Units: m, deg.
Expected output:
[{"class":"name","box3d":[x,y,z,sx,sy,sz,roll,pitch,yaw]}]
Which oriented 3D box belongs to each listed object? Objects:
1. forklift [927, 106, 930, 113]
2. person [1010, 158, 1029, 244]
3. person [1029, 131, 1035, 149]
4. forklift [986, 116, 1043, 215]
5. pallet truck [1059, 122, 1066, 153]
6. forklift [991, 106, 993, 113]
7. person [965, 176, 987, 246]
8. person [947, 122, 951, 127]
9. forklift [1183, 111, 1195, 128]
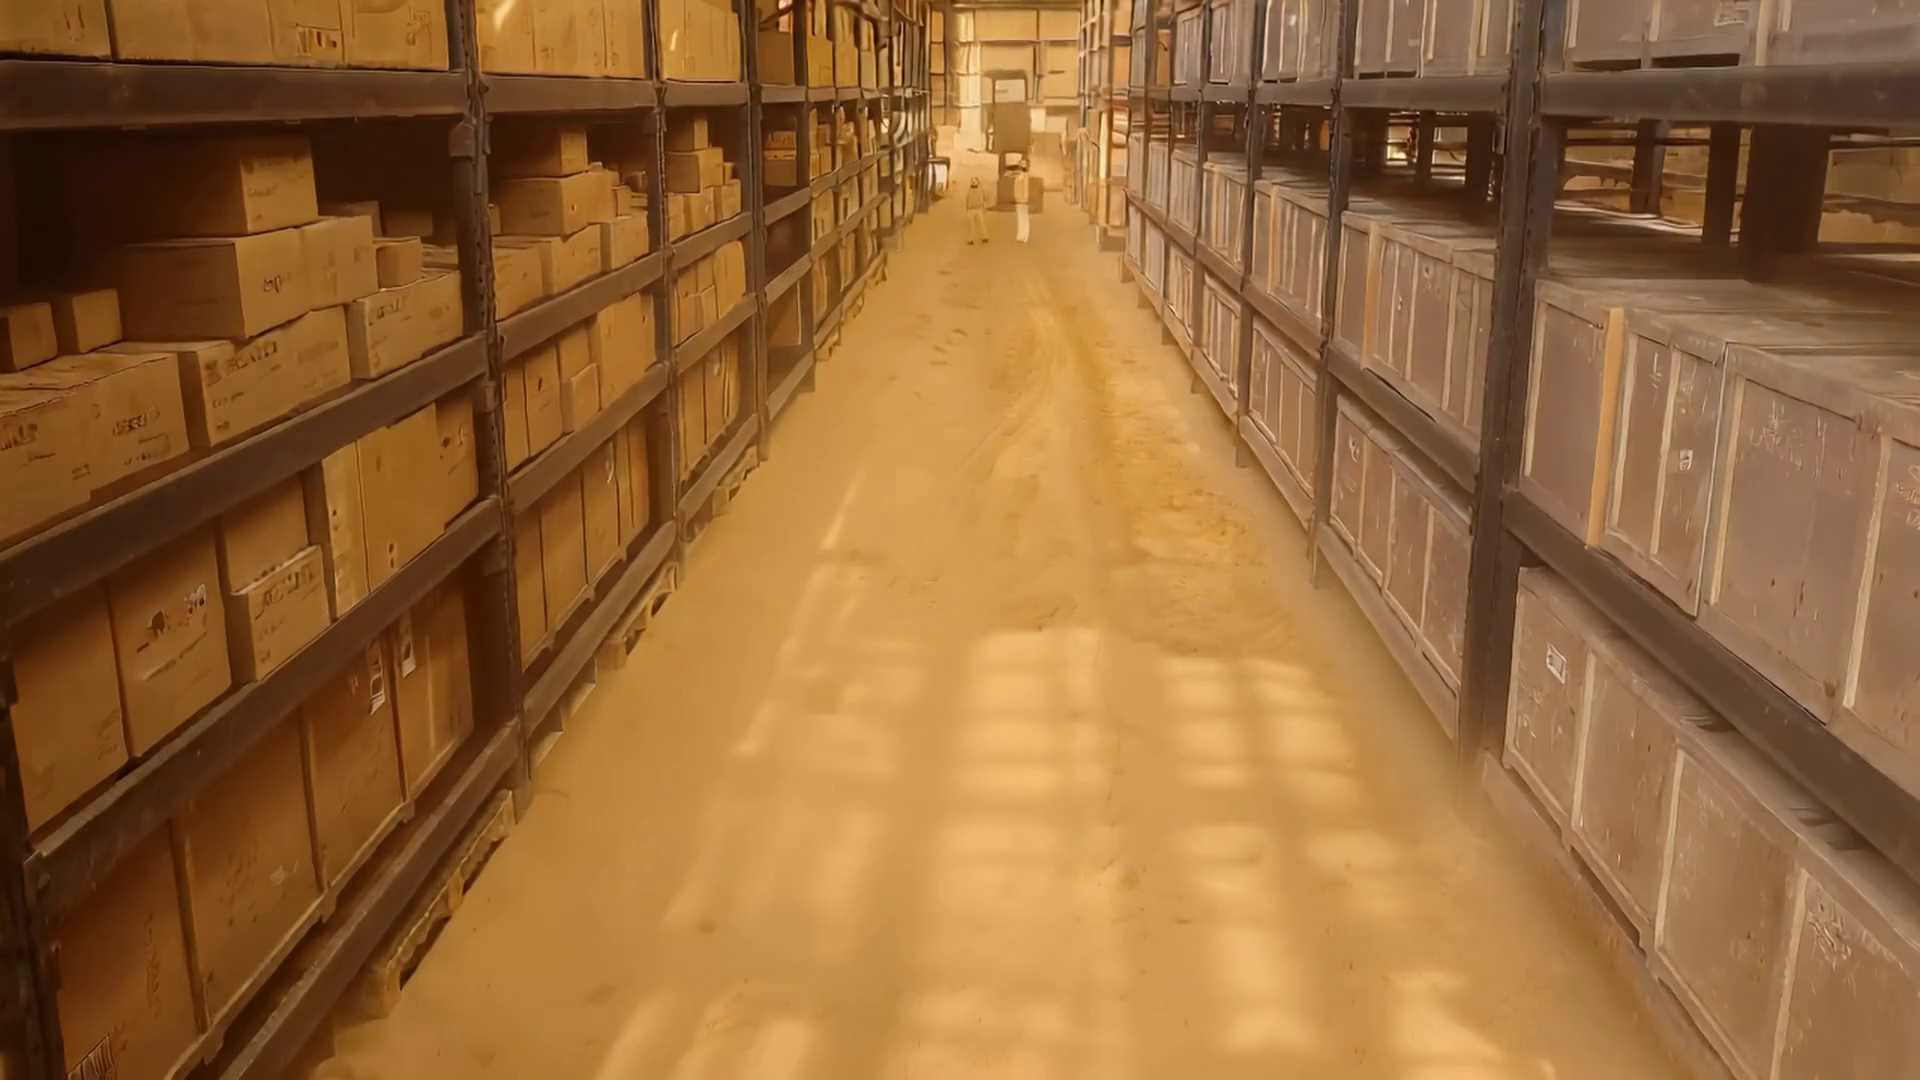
[{"class":"forklift","box3d":[-1.998,-20.666,84.684,1.129,2.768,1.873,0,15,2]},{"class":"person","box3d":[1.420,-7.965,39.119,0.387,1.988,0.608,-5,16,-18]},{"class":"person","box3d":[3.614,-19.674,83.347,0.307,1.641,0.511,5,16,17]},{"class":"forklift","box3d":[1.596,-10.978,48.635,1.129,2.768,1.873,-6,16,-23]},{"class":"pallet truck","box3d":[5.788,-21.111,88.014,1.885,1.965,0.823,5,16,18]},{"class":"forklift","box3d":[2.031,-20.416,83.754,1.129,2.768,1.873,-5,16,-17]},{"class":"person","box3d":[0.403,-7.663,38.702,0.516,1.612,0.543,8,17,28]},{"class":"person","box3d":[-0.685,-22.122,91.959,0.573,1.903,0.637,-13,20,-39]},{"class":"forklift","box3d":[8.155,-14.261,60.852,1.129,2.768,1.873,0,15,1]}]
